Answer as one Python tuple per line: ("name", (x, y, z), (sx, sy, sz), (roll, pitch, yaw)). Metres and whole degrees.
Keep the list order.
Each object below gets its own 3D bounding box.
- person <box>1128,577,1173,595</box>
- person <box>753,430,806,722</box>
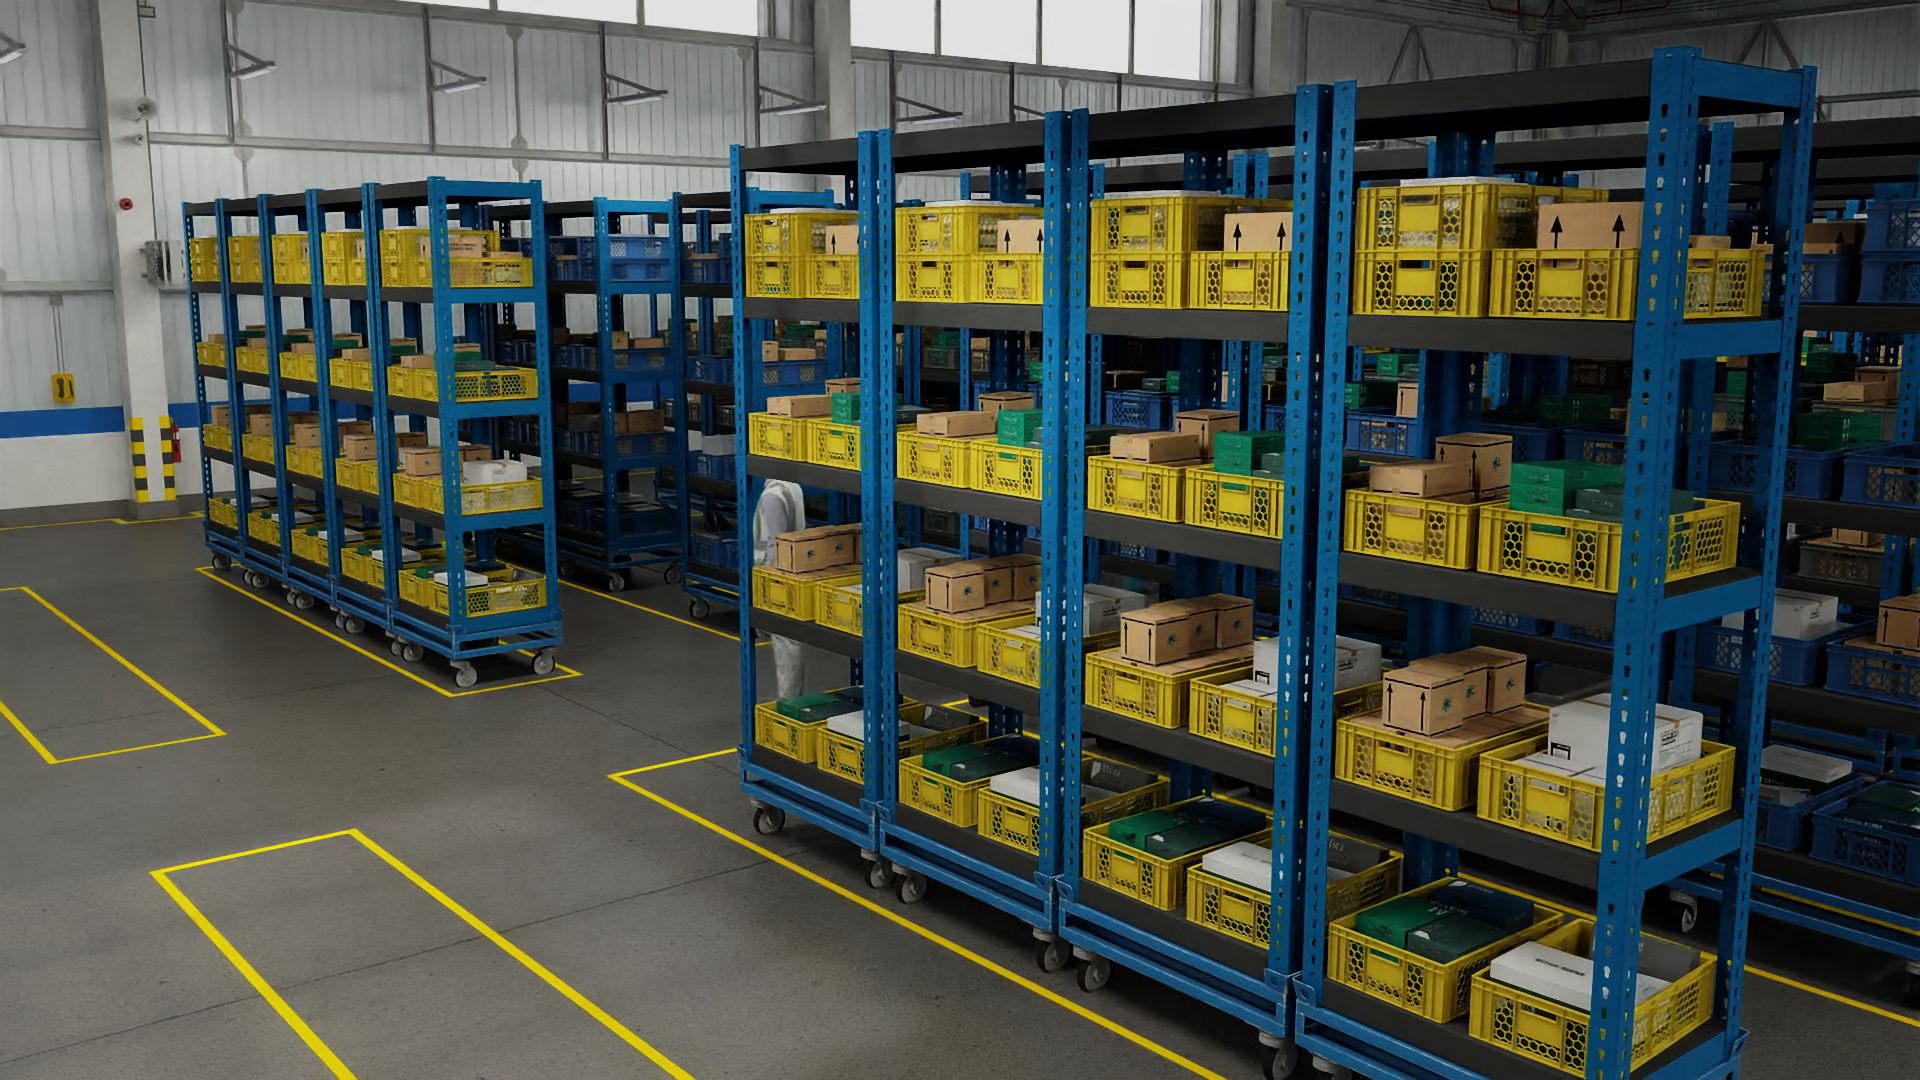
("person", (1.794, -0.385, 15.088), (0.667, 1.818, 0.616), (-6, 11, -31))
("person", (-1.202, 0.231, 10.993), (0.406, 1.948, 0.605), (1, 9, 6))
